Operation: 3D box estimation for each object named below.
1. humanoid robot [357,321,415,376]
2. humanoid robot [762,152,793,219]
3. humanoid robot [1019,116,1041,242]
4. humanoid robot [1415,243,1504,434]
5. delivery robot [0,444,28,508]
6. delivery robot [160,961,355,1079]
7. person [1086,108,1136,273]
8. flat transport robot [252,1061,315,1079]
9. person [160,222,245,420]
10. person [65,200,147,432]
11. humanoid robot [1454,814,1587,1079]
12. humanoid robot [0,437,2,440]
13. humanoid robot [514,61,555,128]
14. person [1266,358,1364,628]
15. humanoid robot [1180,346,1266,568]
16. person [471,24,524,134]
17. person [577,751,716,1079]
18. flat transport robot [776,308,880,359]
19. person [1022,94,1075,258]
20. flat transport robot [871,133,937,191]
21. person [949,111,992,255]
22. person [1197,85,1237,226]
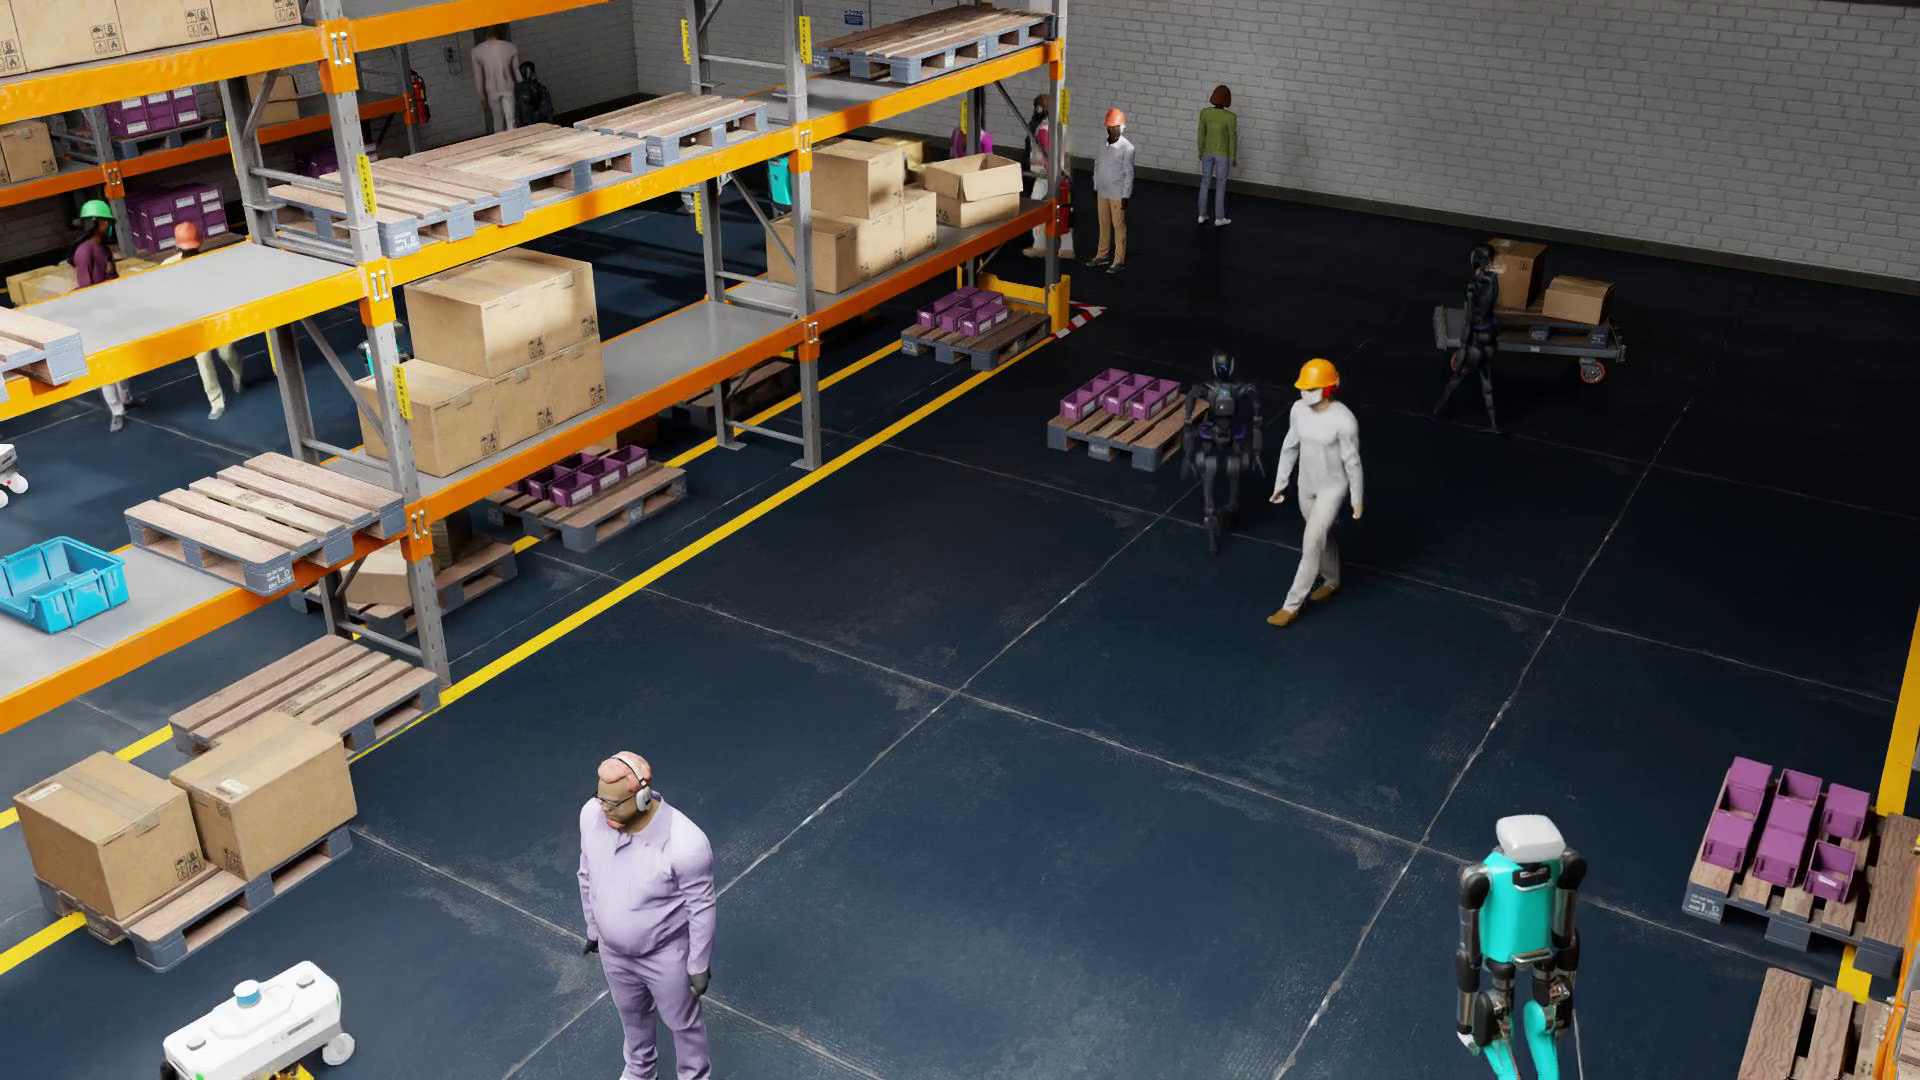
[{"bbox_3d":[-3.884,-0.860,12.123,0.533,1.677,0.735,19,32,33],"label":"humanoid robot"},{"bbox_3d":[-1.594,-3.233,16.912,0.720,1.742,0.536,-23,35,-38],"label":"humanoid robot"},{"bbox_3d":[0.864,-4.283,19.109,0.546,1.634,0.592,-15,31,-28],"label":"humanoid robot"},{"bbox_3d":[4.344,-1.700,14.036,0.778,1.620,0.611,19,33,33],"label":"humanoid robot"},{"bbox_3d":[-7.761,-0.560,12.979,0.782,0.589,0.499,2,27,4],"label":"delivery robot"},{"bbox_3d":[-3.162,2.257,7.456,0.499,0.614,0.815,21,34,36],"label":"delivery robot"},{"bbox_3d":[1.637,-3.795,18.030,0.320,1.754,0.569,-20,33,-34],"label":"person"},{"bbox_3d":[-3.343,2.659,6.958,0.659,0.231,1.431,23,35,37],"label":"flat transport robot"},{"bbox_3d":[-6.549,-1.968,14.477,0.562,1.718,0.739,-6,28,-12],"label":"person"},{"bbox_3d":[-7.279,-1.894,14.134,0.395,1.905,0.697,0,27,-1],"label":"person"},{"bbox_3d":[2.290,2.005,6.649,0.544,1.797,0.750,-6,28,-13],"label":"humanoid robot"},{"bbox_3d":[-8.272,-1.616,13.744,0.742,1.754,0.554,-15,31,-27],"label":"humanoid robot"},{"bbox_3d":[-5.294,-5.227,20.993,0.602,1.633,0.747,11,29,20],"label":"humanoid robot"},{"bbox_3d":[2.353,-0.332,11.106,0.928,1.844,0.586,-19,32,-32],"label":"person"},{"bbox_3d":[1.923,-0.663,12.002,0.611,1.641,0.671,6,28,12],"label":"humanoid robot"},{"bbox_3d":[-6.135,-5.988,22.197,0.637,1.903,0.947,-2,27,-4],"label":"person"},{"bbox_3d":[-1.334,1.710,7.021,0.651,1.905,0.406,13,30,24],"label":"person"},{"bbox_3d":[-1.463,-2.122,16.380,0.659,0.231,1.431,16,31,28],"label":"flat transport robot"},{"bbox_3d":[0.994,-4.002,18.392,0.691,1.803,0.643,11,29,20],"label":"person"},{"bbox_3d":[-0.661,-3.839,19.762,1.431,0.231,0.659,22,34,36],"label":"flat transport robot"},{"bbox_3d":[0.159,-3.916,18.218,0.524,1.813,0.681,19,32,32],"label":"person"},{"bbox_3d":[3.032,-4.541,19.635,0.507,1.632,0.266,19,33,33],"label":"person"}]
